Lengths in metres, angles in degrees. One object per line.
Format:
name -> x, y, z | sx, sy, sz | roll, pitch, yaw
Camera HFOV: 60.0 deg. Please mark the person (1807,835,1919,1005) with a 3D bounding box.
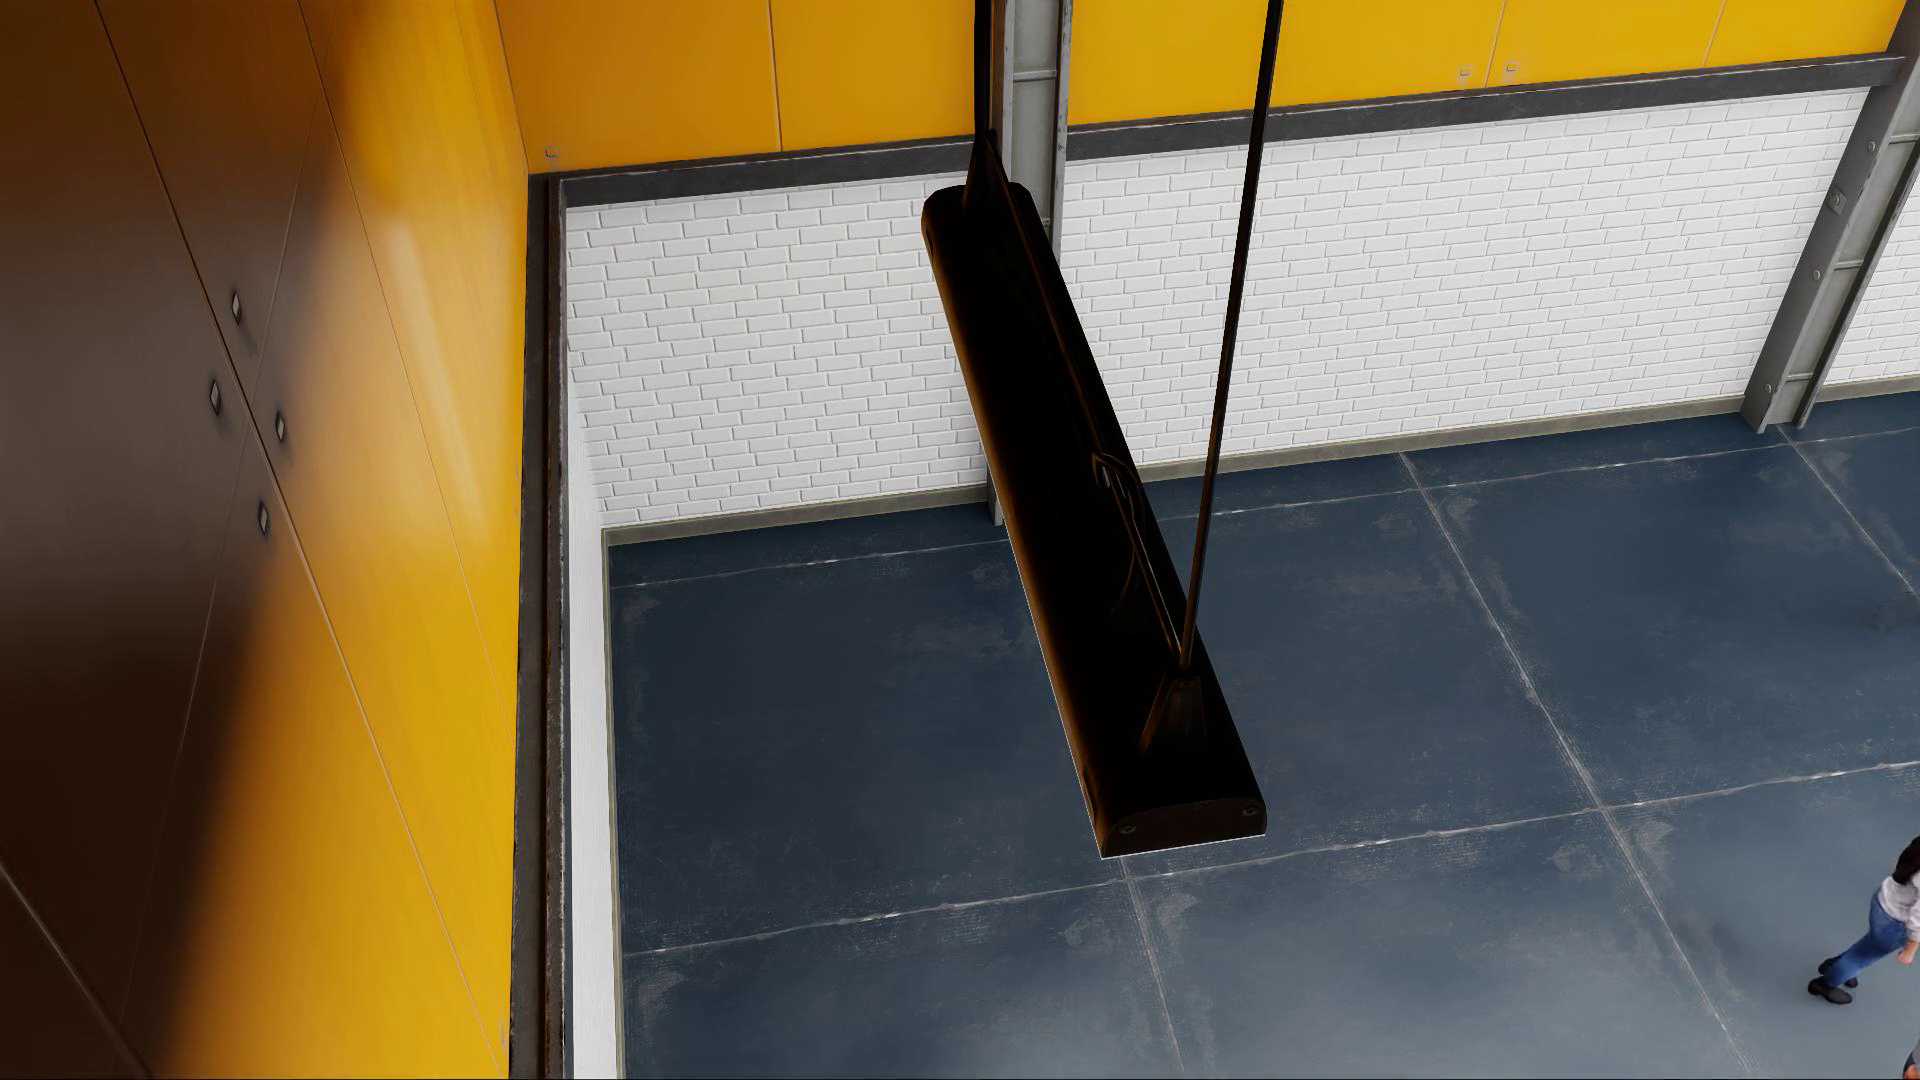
person -> 4.843, 1.944, 8.767 | 0.761, 1.615, 0.747 | 17, 46, 17
